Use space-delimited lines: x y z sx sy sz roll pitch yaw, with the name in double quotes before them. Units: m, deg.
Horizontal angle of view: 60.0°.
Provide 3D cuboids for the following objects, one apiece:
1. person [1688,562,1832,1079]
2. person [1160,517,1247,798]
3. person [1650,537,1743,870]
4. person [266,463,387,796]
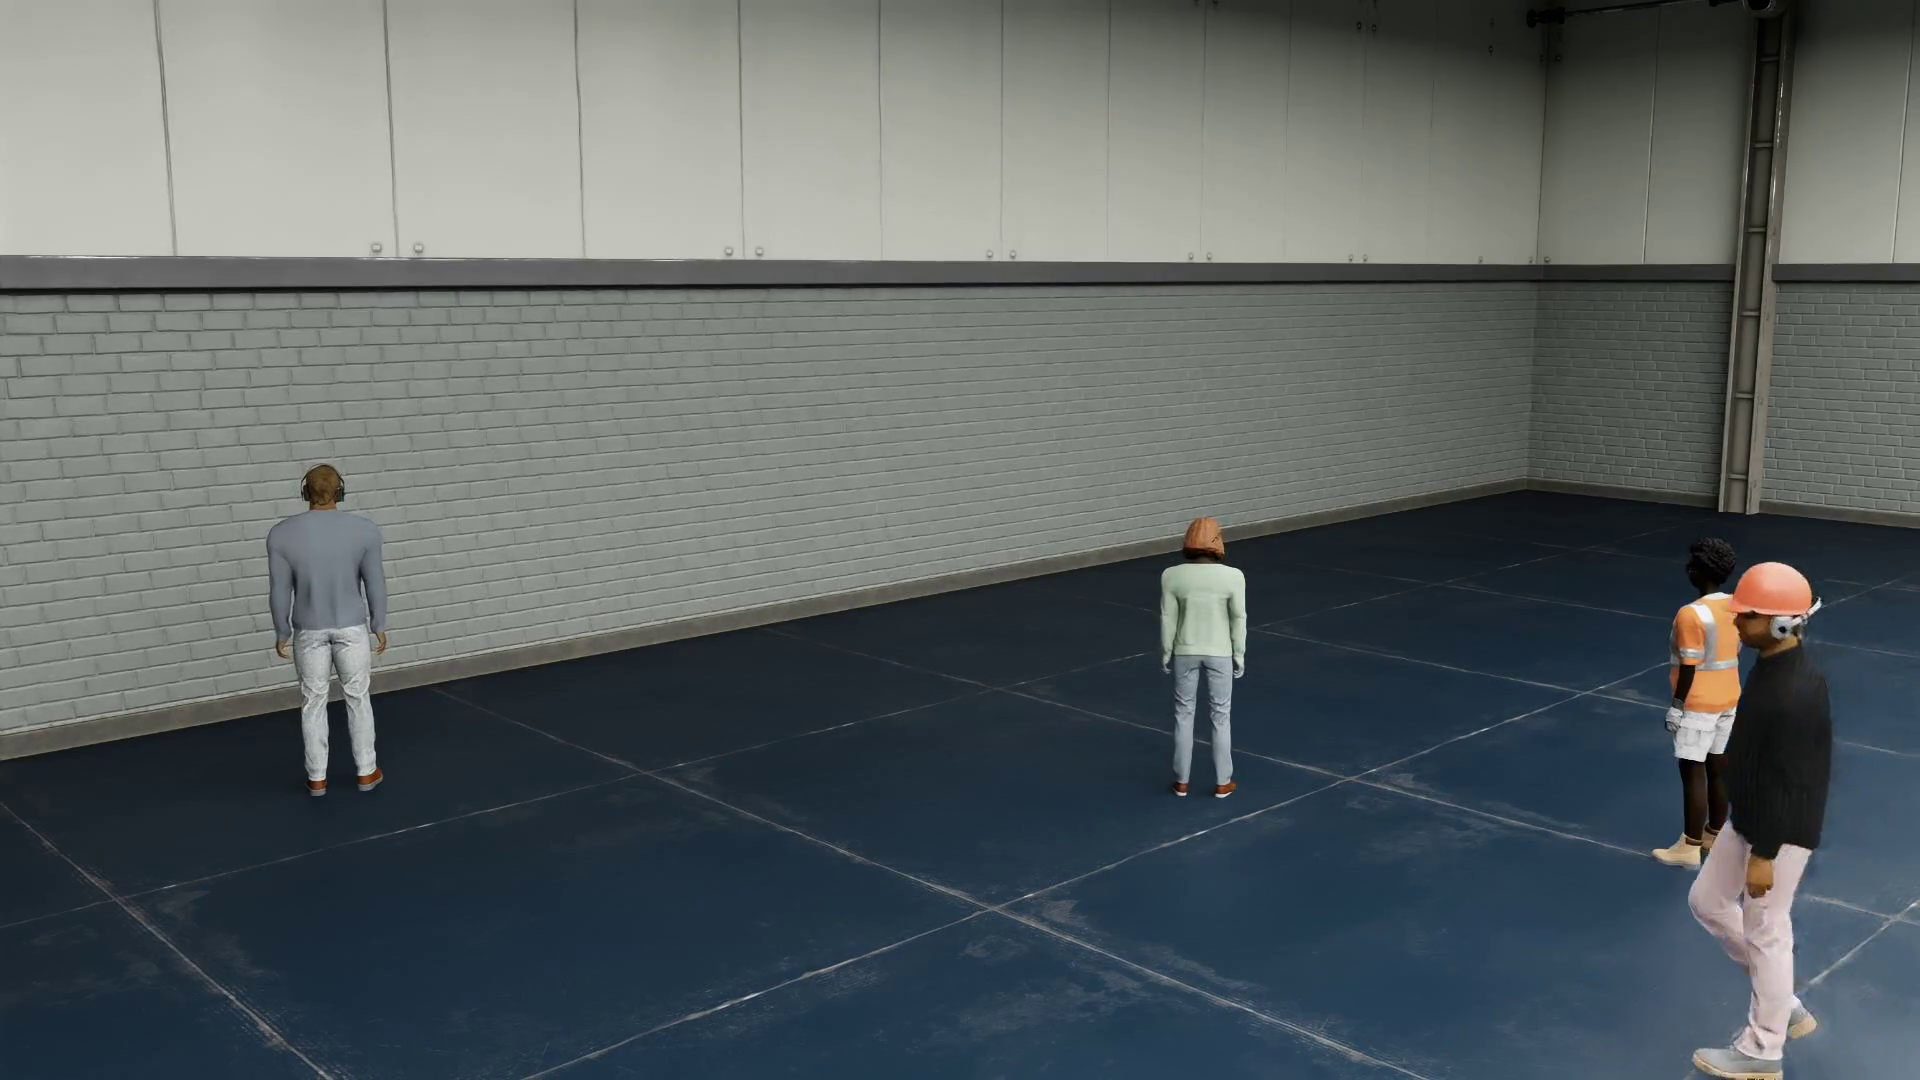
"person" 2.974 1.057 6.187 0.439 1.979 0.647 3 10 16
"person" 1.403 0.678 9.619 0.498 1.633 0.279 2 9 13
"person" 3.787 0.829 8.492 0.538 1.696 0.317 -7 12 -38
"person" -3.656 0.518 9.666 0.638 1.938 0.356 -3 10 -18
